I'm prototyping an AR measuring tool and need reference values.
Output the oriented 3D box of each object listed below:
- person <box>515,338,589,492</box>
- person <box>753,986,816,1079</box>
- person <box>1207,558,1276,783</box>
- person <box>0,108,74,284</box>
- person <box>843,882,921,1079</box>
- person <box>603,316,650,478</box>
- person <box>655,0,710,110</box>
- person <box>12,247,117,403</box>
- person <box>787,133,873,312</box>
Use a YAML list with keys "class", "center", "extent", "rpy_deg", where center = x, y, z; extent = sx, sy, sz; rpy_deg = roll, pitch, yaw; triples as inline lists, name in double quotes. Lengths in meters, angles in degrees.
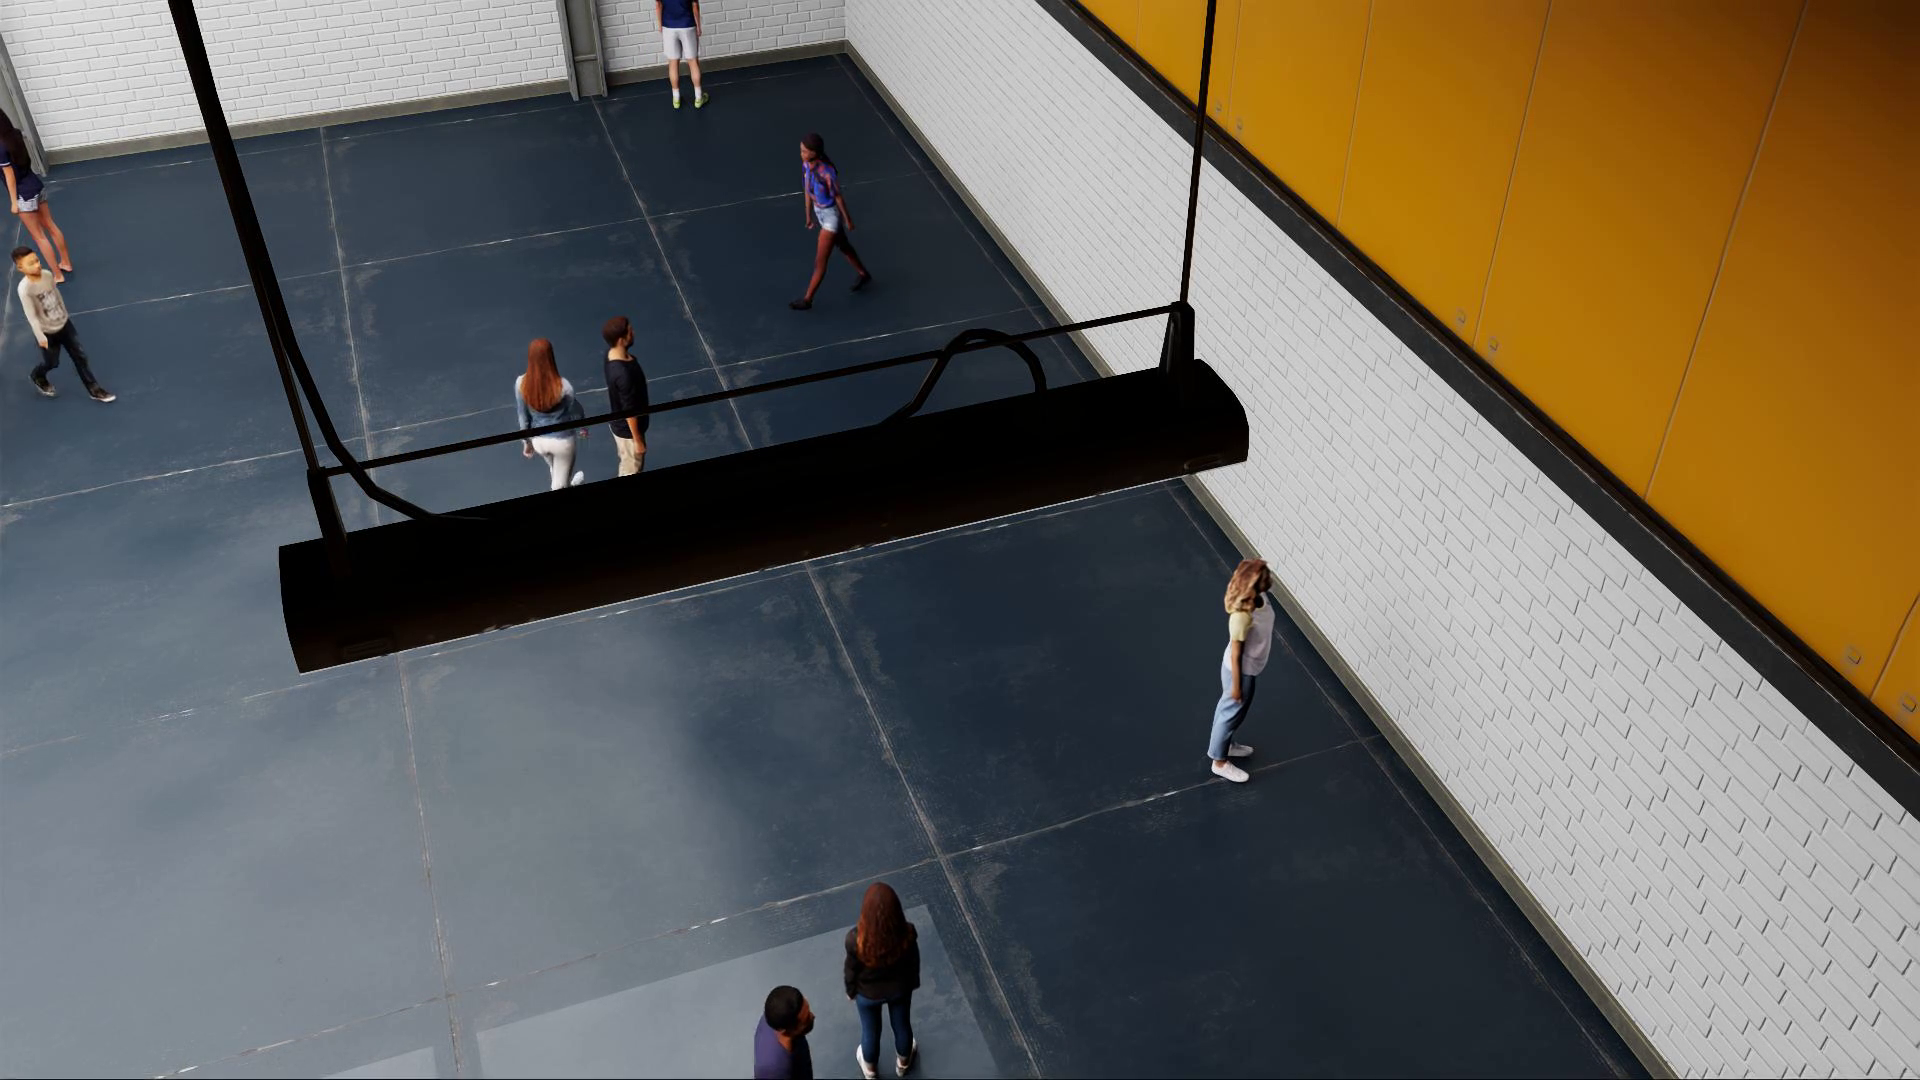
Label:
- class: "person"
  center: [-3.043, -0.653, 12.341]
  extent: [1.076, 1.662, 1.046]
  rpy_deg: [9, 40, 11]
- class: "person"
  center: [-0.939, 2.770, 7.992]
  extent: [1.202, 1.740, 0.916]
  rpy_deg: [1, 39, 1]
- class: "person"
  center: [1.764, 0.798, 10.475]
  extent: [0.737, 1.723, 0.712]
  rpy_deg: [10, 40, 12]
- class: "person"
  center: [-8.678, -3.225, 15.479]
  extent: [0.658, 1.766, 0.656]
  rpy_deg: [3, 39, 4]
- class: "person"
  center: [-0.402, 2.334, 8.745]
  extent: [0.462, 1.482, 0.629]
  rpy_deg: [-9, 40, -11]
- class: "person"
  center: [-2.489, -0.842, 12.427]
  extent: [0.546, 1.850, 0.637]
  rpy_deg: [-14, 41, -17]
- class: "person"
  center: [-3.133, -5.742, 18.572]
  extent: [0.613, 1.838, 0.762]
  rpy_deg: [1, 39, 1]
- class: "person"
  center: [-7.659, -1.787, 13.938]
  extent: [1.034, 1.441, 0.904]
  rpy_deg: [11, 40, 13]
- class: "person"
  center: [-1.112, -2.919, 15.170]
  extent: [1.271, 1.672, 0.854]
  rpy_deg: [-27, 46, -29]
